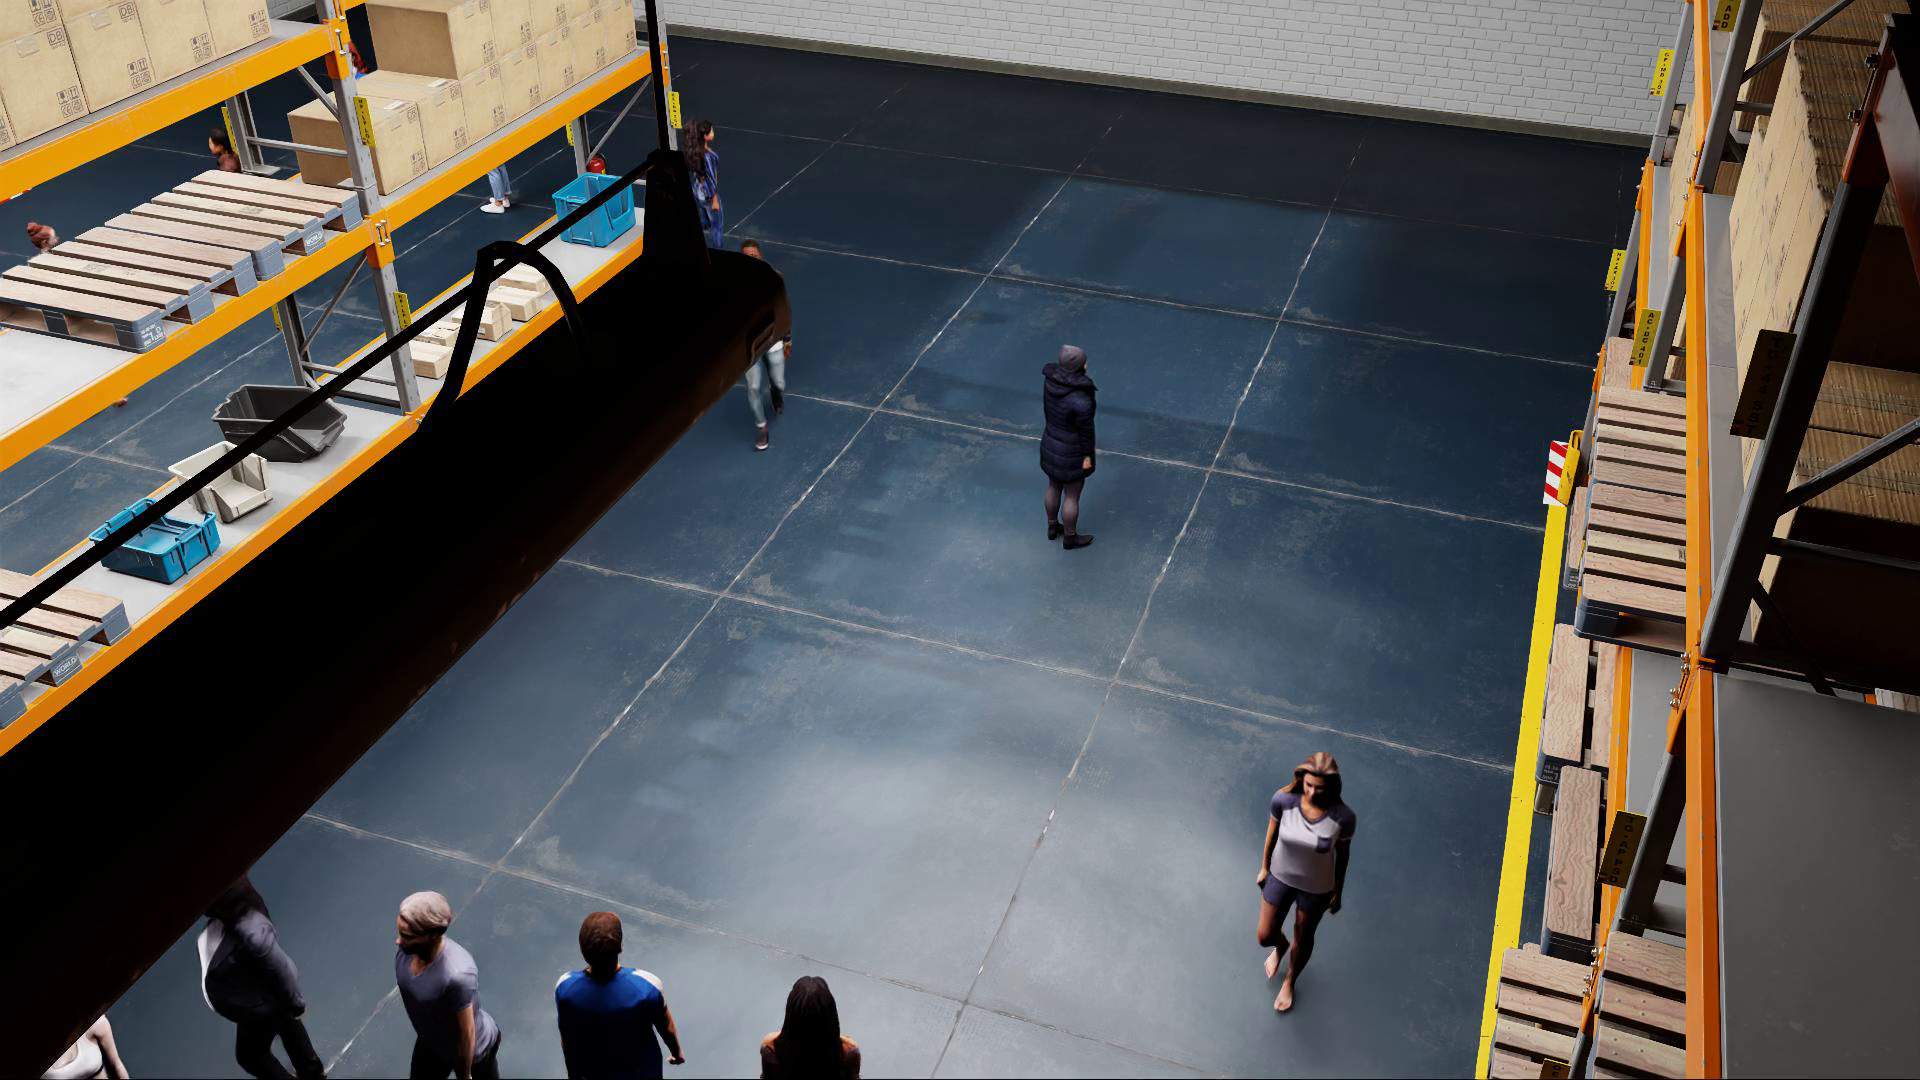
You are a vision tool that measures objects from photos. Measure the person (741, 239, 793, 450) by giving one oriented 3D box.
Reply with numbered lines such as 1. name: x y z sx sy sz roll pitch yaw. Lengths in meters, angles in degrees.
1. person: -1.661 -1.690 13.843 0.891 1.810 1.022 -3 34 -4

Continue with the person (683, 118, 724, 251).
1. person: -2.597 -3.431 16.646 0.956 1.606 0.900 -14 36 -20

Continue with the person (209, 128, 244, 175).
1. person: -6.835 -3.130 16.045 0.846 1.770 0.745 -8 34 -12

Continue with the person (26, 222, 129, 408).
1. person: -7.628 -1.823 14.069 0.786 1.782 0.737 -27 42 -35

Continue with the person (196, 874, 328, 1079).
1. person: -3.385 2.175 8.232 0.848 1.585 0.802 -20 38 -27

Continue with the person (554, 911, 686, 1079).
1. person: -1.556 2.456 7.564 0.756 1.855 0.750 -1 34 -1

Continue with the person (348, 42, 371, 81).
1. person: -6.462 -4.549 18.140 0.664 1.814 0.957 14 36 20

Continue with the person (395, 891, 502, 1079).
1. person: -2.287 2.298 7.791 0.857 1.868 0.957 24 40 31

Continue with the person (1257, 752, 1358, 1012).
1. person: 1.817 1.738 8.762 0.624 1.725 0.641 15 36 21

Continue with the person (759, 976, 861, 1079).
1. person: -0.634 2.681 7.300 0.871 1.773 1.107 -1 34 -1

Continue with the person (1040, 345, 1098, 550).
1. person: 0.799 -0.702 12.480 0.827 1.674 0.790 -22 39 -29
